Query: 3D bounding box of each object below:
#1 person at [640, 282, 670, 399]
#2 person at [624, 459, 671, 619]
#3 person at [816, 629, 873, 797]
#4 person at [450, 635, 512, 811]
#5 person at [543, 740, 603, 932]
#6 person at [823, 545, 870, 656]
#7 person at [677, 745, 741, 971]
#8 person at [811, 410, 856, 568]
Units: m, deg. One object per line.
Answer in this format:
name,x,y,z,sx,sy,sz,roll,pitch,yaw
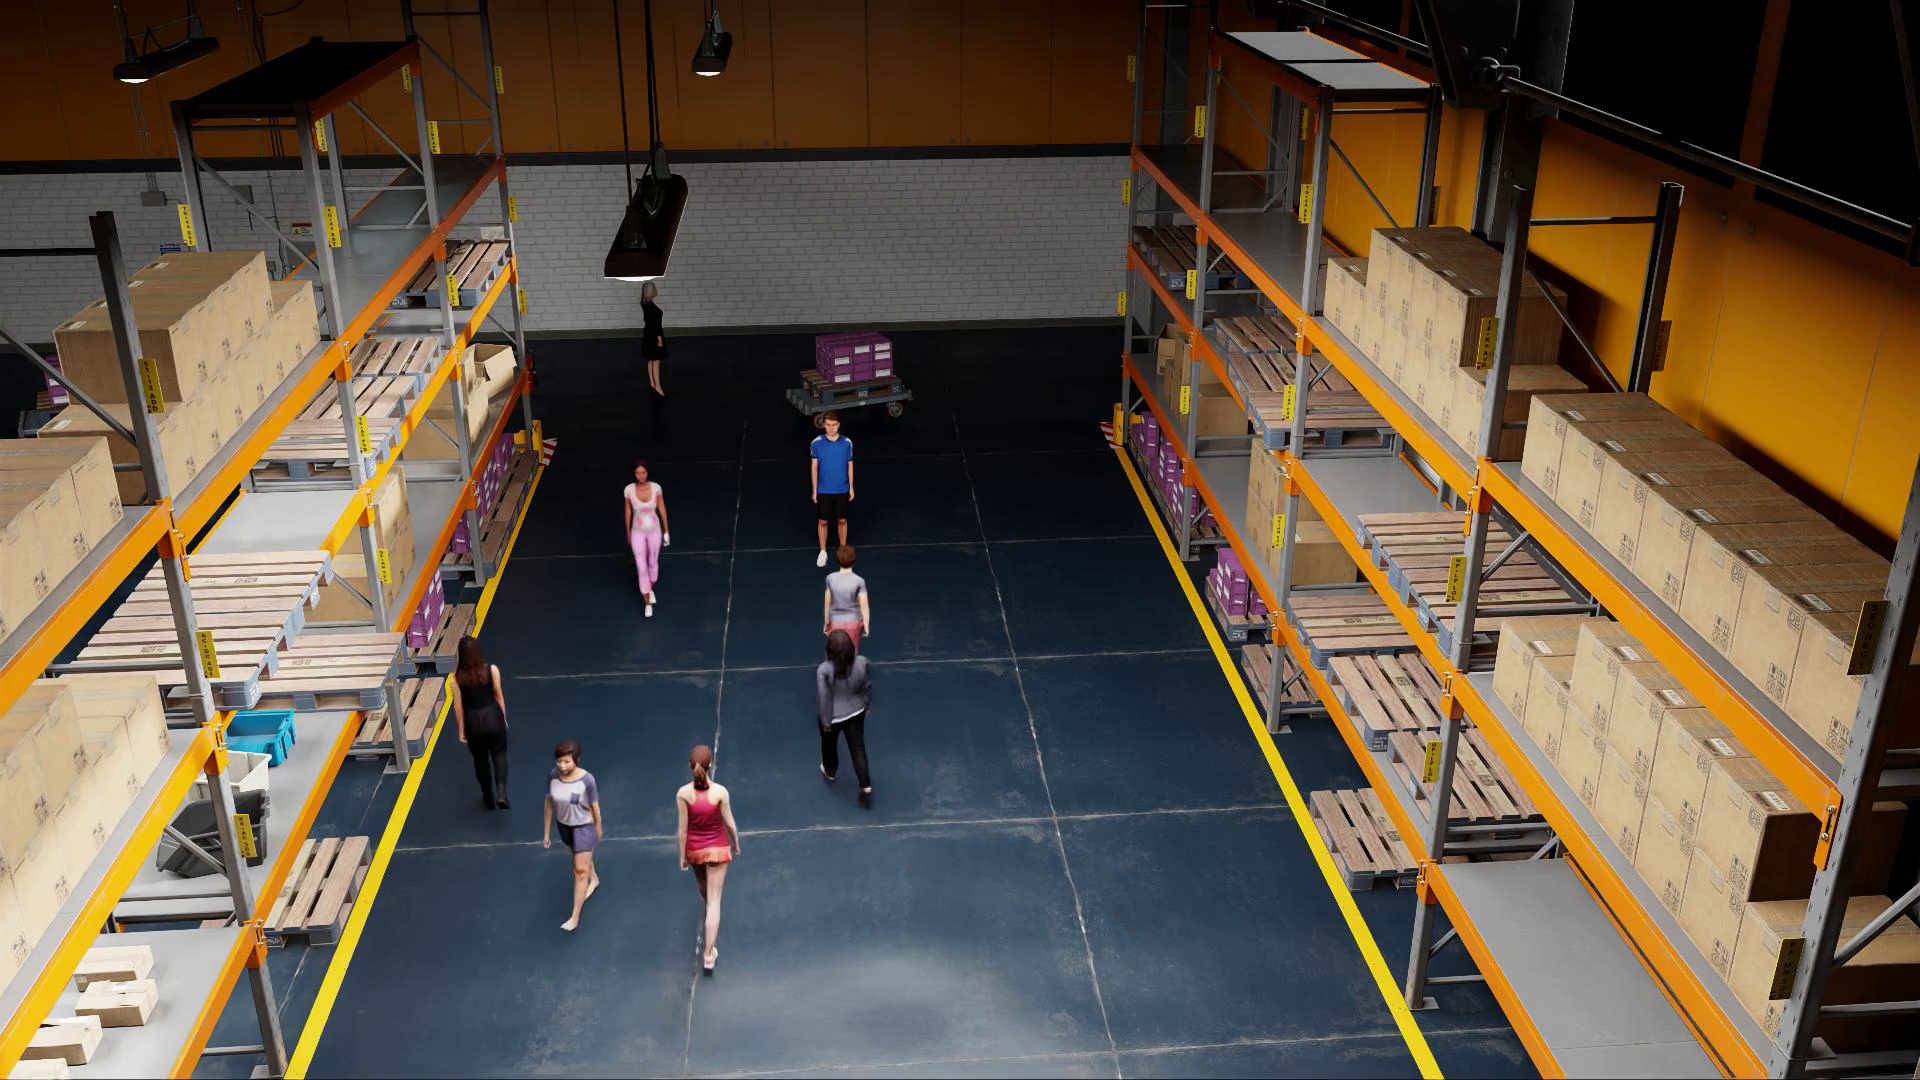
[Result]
person,-4.535,-2.977,24.639,0.745,1.747,0.638,-13,27,-28
person,-3.409,-0.085,18.060,0.717,1.717,0.986,-7,25,-16
person,-0.998,1.532,14.533,0.914,1.581,1.123,-11,26,-24
person,-4.058,1.619,14.213,0.730,1.677,0.894,-10,25,-21
person,-2.982,2.208,13.058,0.816,1.523,1.068,8,25,17
person,-1.121,0.859,15.994,0.705,1.642,0.804,3,24,8
person,-1.901,2.385,12.433,0.642,1.699,1.169,0,24,0
person,-1.453,-0.610,19.077,0.645,1.865,0.582,-3,24,-8
